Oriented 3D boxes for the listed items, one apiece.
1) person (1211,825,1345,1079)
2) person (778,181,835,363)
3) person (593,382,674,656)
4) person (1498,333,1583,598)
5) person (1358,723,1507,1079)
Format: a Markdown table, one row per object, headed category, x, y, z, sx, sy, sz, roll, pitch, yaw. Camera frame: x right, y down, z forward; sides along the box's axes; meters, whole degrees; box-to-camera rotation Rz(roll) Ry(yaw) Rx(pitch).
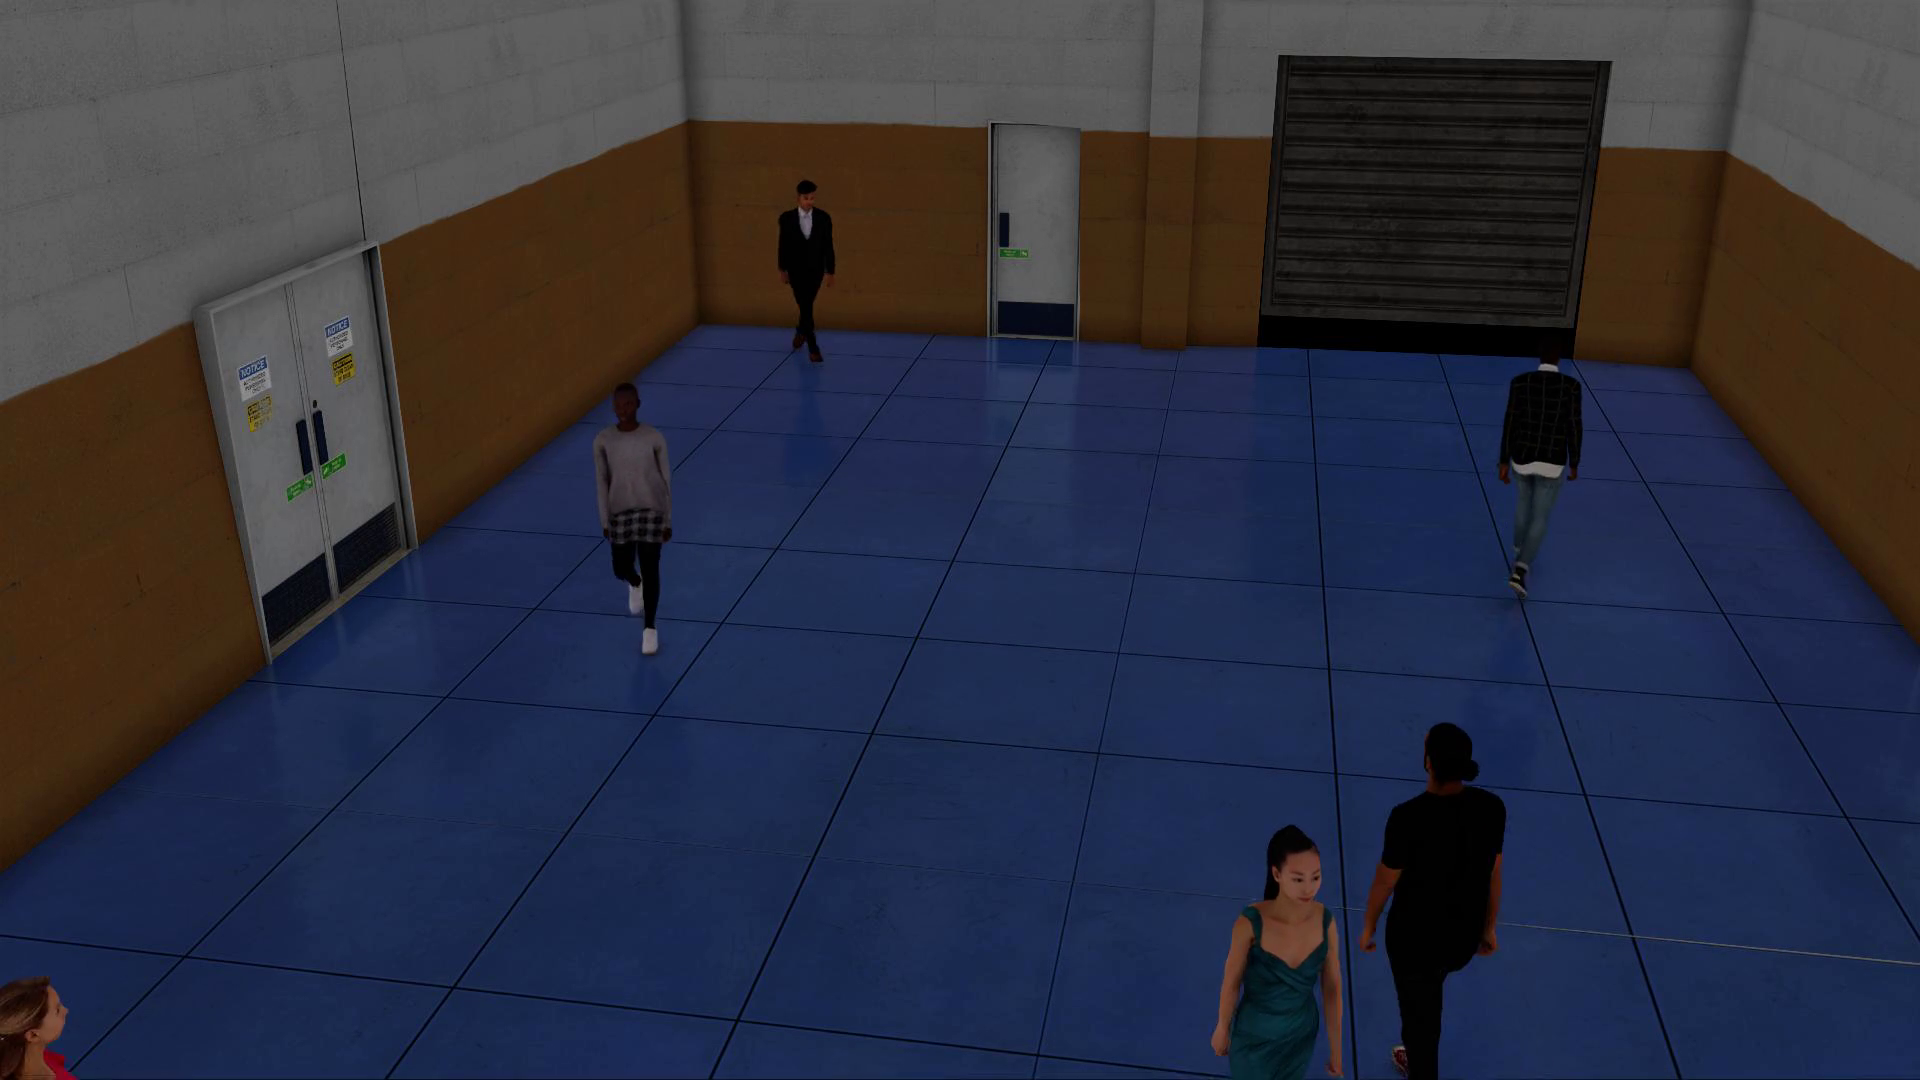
| category | x | y | z | sx | sy | sz | roll | pitch | yaw |
| --- | --- | --- | --- | --- | --- | --- | --- | --- | --- |
| person | 1.097 | 1.748 | 5.977 | 0.854 | 1.659 | 0.813 | -4 | 22 | -10 |
| person | -1.605 | -2.746 | 16.984 | 1.310 | 1.791 | 1.140 | -5 | 22 | -12 |
| person | -2.054 | -0.179 | 10.638 | 0.924 | 1.760 | 0.840 | -2 | 22 | -6 |
| person | 3.943 | -0.489 | 11.371 | 1.233 | 1.788 | 1.043 | 14 | 26 | 31 |
| person | 1.857 | 1.543 | 6.369 | 0.798 | 1.746 | 0.864 | -6 | 23 | -15 |
